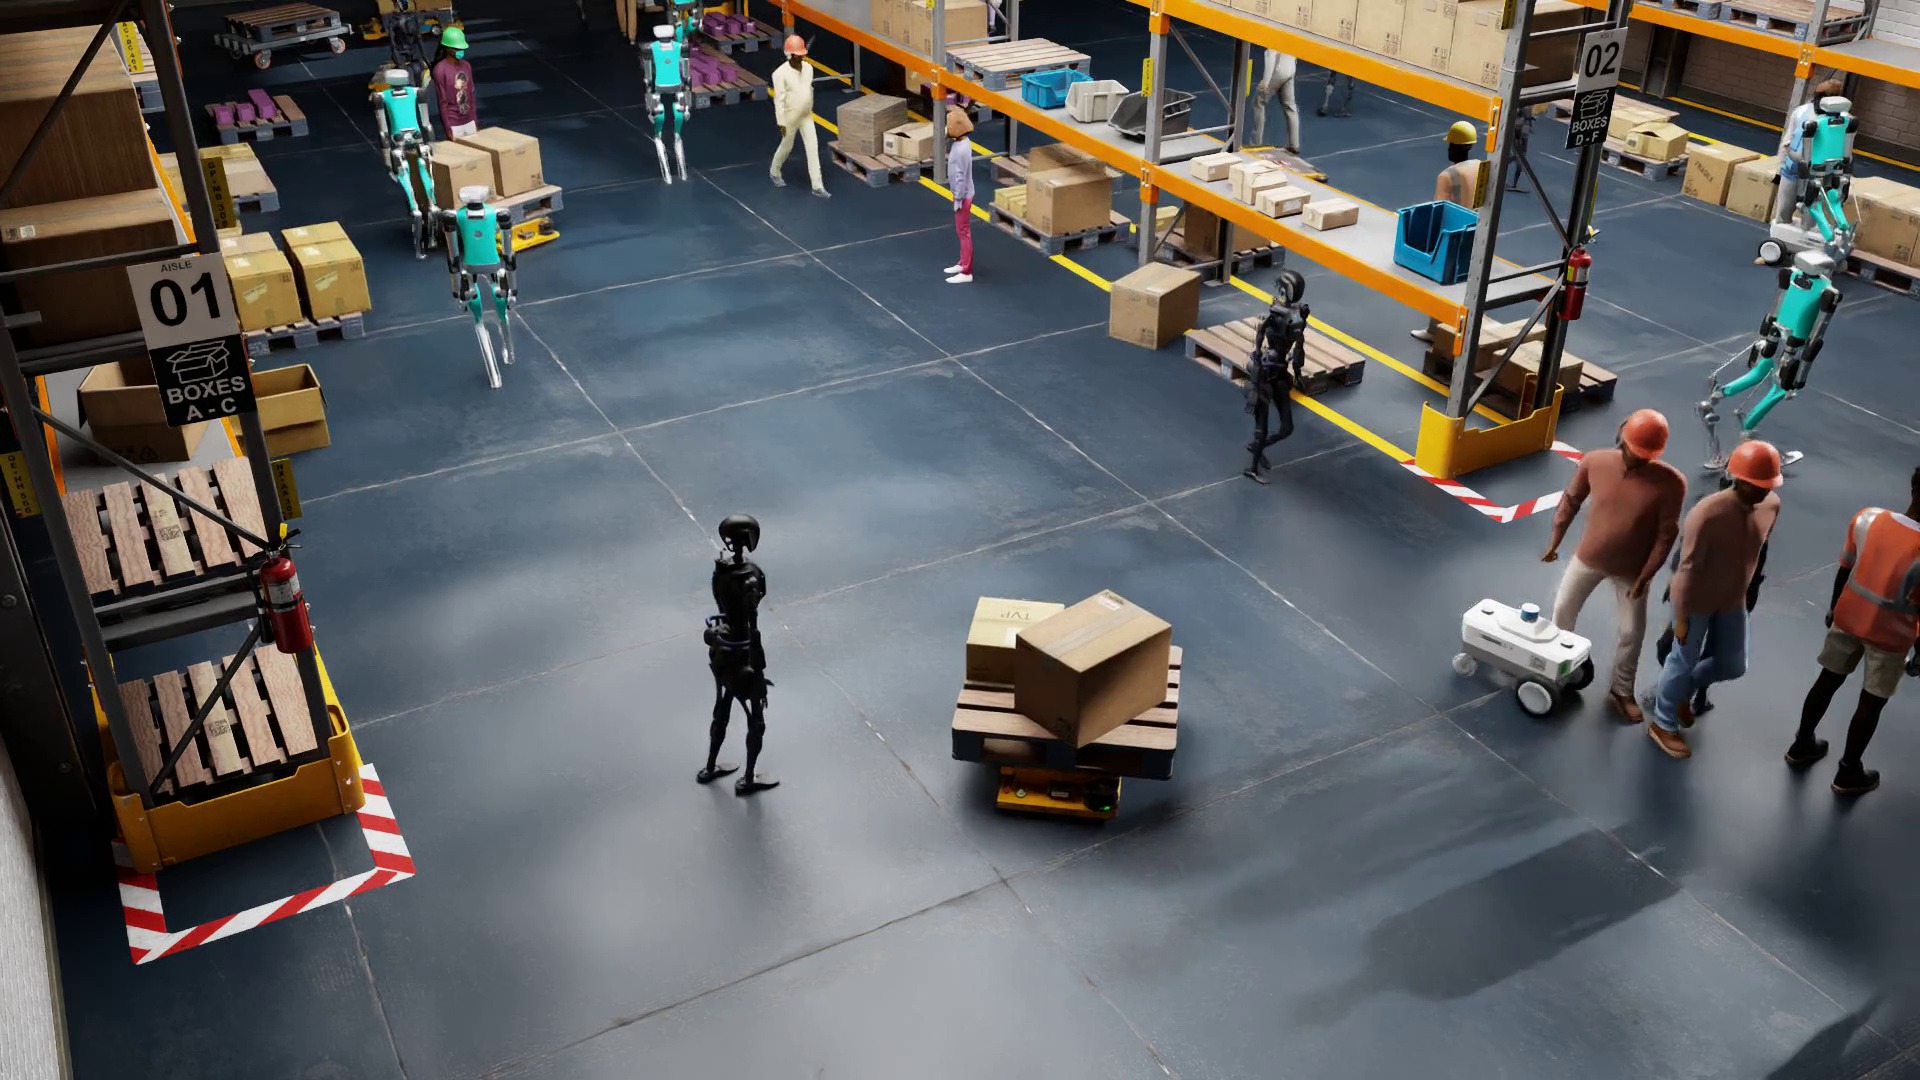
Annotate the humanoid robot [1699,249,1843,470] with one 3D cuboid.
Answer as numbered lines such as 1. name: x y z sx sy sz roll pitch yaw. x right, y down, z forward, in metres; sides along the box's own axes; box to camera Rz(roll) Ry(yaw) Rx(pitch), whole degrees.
1. humanoid robot: 5.824 -1.228 12.083 1.002 1.748 0.545 -9 31 -15

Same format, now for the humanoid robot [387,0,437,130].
1. humanoid robot: -6.720 -5.808 20.123 0.647 1.630 0.590 12 32 19

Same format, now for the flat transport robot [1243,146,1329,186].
1. flat transport robot: 3.513 -4.121 18.583 0.659 0.231 1.431 -9 31 -15

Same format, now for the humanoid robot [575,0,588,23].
1. humanoid robot: -5.777 -8.677 25.155 0.587 1.626 0.776 -8 31 -14

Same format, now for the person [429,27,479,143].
1. person: -5.211 -4.369 17.352 0.450 1.934 0.483 17 34 27

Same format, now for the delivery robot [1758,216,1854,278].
1. delivery robot: 8.242 -2.895 16.175 0.499 0.607 0.808 -20 36 -31

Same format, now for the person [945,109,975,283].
1. person: -0.004 -3.247 15.697 0.284 1.626 0.498 -1 30 -2

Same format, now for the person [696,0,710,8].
1. person: -3.976 -8.948 25.413 0.467 1.830 0.538 -9 31 -14

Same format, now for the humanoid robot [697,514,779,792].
1. humanoid robot: -1.236 0.619 8.935 0.441 1.638 0.600 -14 33 -22

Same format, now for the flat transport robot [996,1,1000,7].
1. flat transport robot: -0.109 -8.565 26.320 1.431 0.231 0.659 -2 30 -4

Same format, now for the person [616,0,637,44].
1. person: -4.844 -8.124 24.098 0.582 1.710 0.876 -3 30 -4

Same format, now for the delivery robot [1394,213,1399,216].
1. delivery robot: 4.196 -2.874 16.143 0.499 0.613 0.817 -10 31 -17

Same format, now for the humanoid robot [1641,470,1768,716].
1. humanoid robot: 4.298 0.306 9.469 0.392 1.645 0.588 -14 33 -23

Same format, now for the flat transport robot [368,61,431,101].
1. flat transport robot: -7.369 -6.060 21.960 0.659 0.231 1.431 -4 30 -7

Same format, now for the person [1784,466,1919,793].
1. person: 4.935 0.460 8.924 0.393 1.957 0.606 -15 33 -24

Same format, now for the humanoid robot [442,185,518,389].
1. humanoid robot: -3.878 -2.082 13.659 0.547 1.874 0.822 -7 31 -11

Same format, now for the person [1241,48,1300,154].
1. person: 3.632 -5.379 19.193 0.779 1.853 0.700 18 35 29

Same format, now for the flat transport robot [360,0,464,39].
1. flat transport robot: -8.164 -7.664 24.752 1.431 0.231 0.659 -12 32 -19

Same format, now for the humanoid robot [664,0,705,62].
1. humanoid robot: -3.649 -6.807 21.795 0.553 1.782 0.890 -14 33 -23

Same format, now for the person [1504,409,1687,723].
1. person: 3.668 0.093 9.578 0.823 1.957 0.415 20 36 31

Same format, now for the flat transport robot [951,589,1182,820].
1. flat transport robot: 0.633 1.070 9.547 0.659 0.231 1.431 5 30 8

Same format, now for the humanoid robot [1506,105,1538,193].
1. humanoid robot: 6.036 -4.599 18.003 0.510 1.637 0.611 9 31 15

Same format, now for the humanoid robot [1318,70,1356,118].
1. humanoid robot: 4.782 -6.061 20.548 0.604 1.640 0.396 17 34 27

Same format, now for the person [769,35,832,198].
1. person: -1.795 -4.601 17.968 0.876 1.709 0.575 26 39 38

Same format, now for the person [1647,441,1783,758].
1. person: 4.146 0.331 9.123 0.615 1.980 0.442 -8 31 -14

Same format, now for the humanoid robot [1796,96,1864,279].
1. humanoid robot: 8.105 -3.134 15.412 0.557 1.772 0.858 -5 30 -9

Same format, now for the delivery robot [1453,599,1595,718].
1. delivery robot: 3.377 0.656 9.973 0.781 0.587 0.499 26 39 38

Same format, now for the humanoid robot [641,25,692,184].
1. humanoid robot: -3.225 -4.768 18.262 0.541 1.814 0.711 -10 31 -17

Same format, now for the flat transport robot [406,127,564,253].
1. flat transport robot: -4.834 -3.240 17.050 1.431 0.231 0.659 22 36 33

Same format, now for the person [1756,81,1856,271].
1. person: 8.065 -3.460 15.862 0.430 1.836 0.632 -22 36 -33

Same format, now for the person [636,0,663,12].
1. person: -4.914 -9.158 25.774 0.431 1.843 0.623 -18 34 -28

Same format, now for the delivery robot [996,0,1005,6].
1. delivery robot: 0.294 -8.745 26.338 0.772 0.587 0.499 -9 31 -15

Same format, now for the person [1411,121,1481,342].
1. person: 4.222 -2.651 14.361 0.592 1.924 0.379 -22 37 -33

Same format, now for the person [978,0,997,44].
1. person: 0.186 -6.759 21.535 0.650 1.904 0.405 16 34 26

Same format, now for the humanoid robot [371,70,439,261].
1. humanoid robot: -5.299 -3.611 16.267 0.546 1.827 0.823 -17 34 -27

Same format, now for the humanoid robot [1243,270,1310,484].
1. humanoid robot: 2.269 -1.188 12.062 0.603 1.638 0.345 -23 37 -34
